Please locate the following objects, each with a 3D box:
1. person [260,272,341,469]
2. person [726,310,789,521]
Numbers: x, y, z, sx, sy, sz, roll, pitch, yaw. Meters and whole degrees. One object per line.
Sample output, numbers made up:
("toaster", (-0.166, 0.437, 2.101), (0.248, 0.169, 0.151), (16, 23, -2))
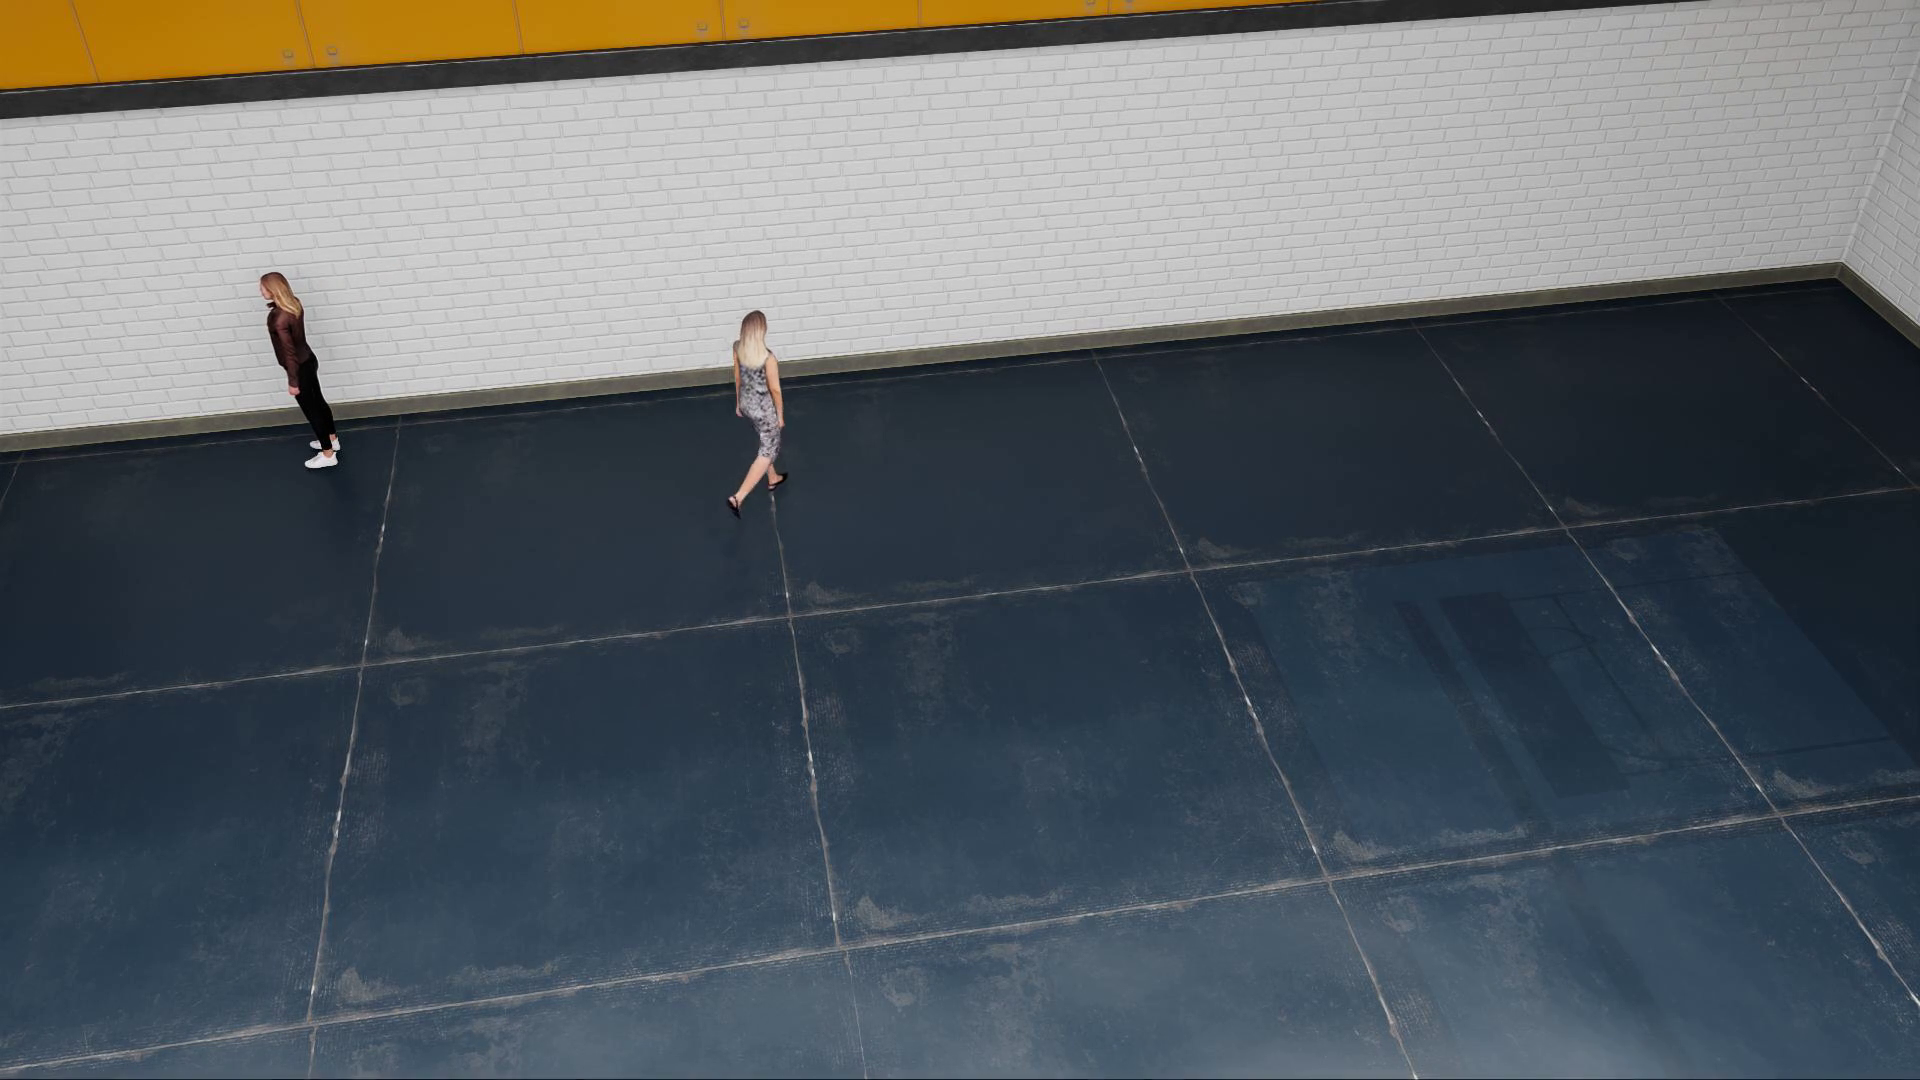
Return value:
("person", (-5.171, -1.345, 13.056), (0.674, 1.704, 0.441), (-4, 39, -5))
("person", (-1.569, -0.917, 12.537), (1.021, 1.681, 1.075), (24, 44, 27))
